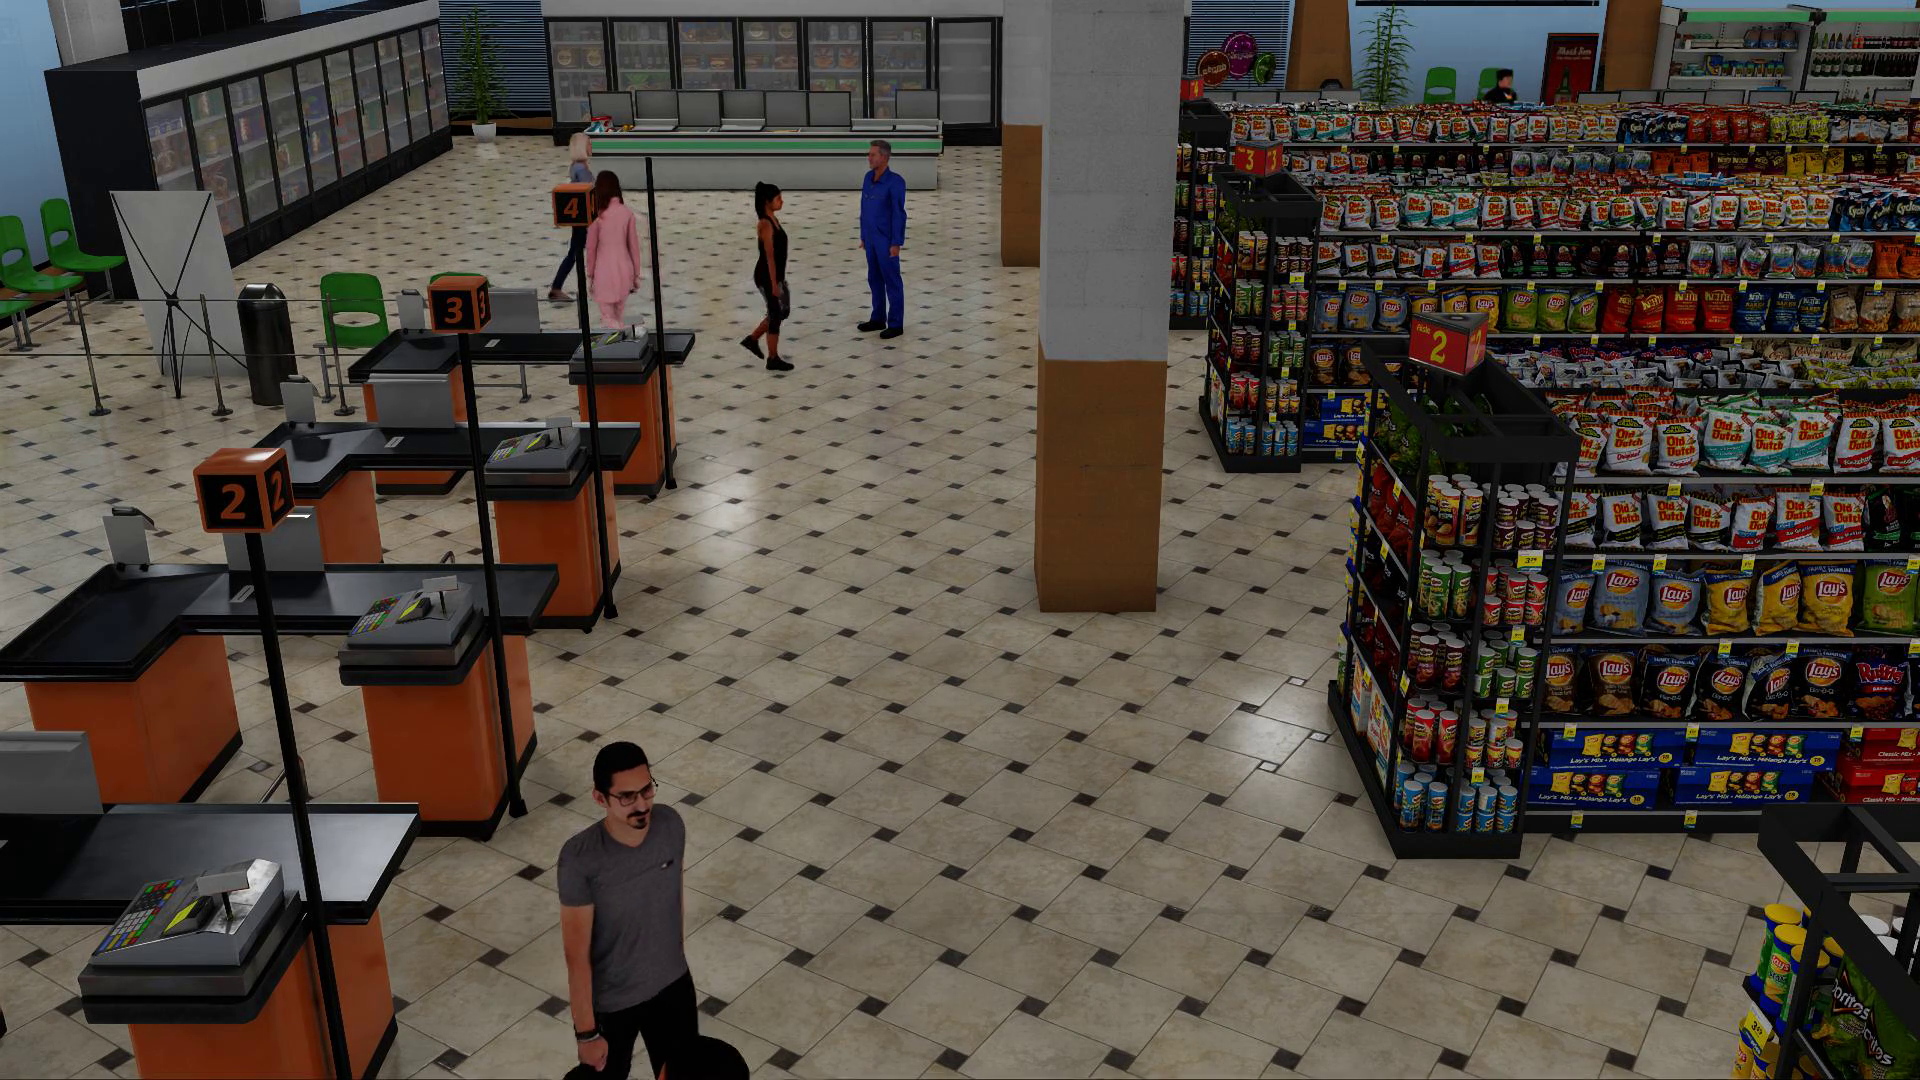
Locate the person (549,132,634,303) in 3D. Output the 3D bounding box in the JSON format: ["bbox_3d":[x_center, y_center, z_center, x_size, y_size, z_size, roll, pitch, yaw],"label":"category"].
[{"bbox_3d":[-3.875,-3.209,16.770,1.148,1.682,0.744,-5,22,-13],"label":"person"}]

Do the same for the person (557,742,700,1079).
[{"bbox_3d":[-1.086,1.383,5.270,1.109,1.736,1.138,-18,28,-38],"label":"person"}]

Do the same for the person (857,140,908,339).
[{"bbox_3d":[-0.725,-2.842,15.661,0.809,1.829,0.774,-18,28,-37],"label":"person"}]

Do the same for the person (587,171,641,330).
[{"bbox_3d":[-2.926,-2.205,14.142,1.047,1.778,1.026,-14,26,-31],"label":"person"}]

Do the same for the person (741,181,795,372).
[{"bbox_3d":[-1.727,-2.288,14.515,0.711,1.655,0.600,1,22,2],"label":"person"}]

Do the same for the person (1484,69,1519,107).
[{"bbox_3d":[7.257,-5.544,22.636,1.101,1.641,1.079,-12,25,-28],"label":"person"}]
